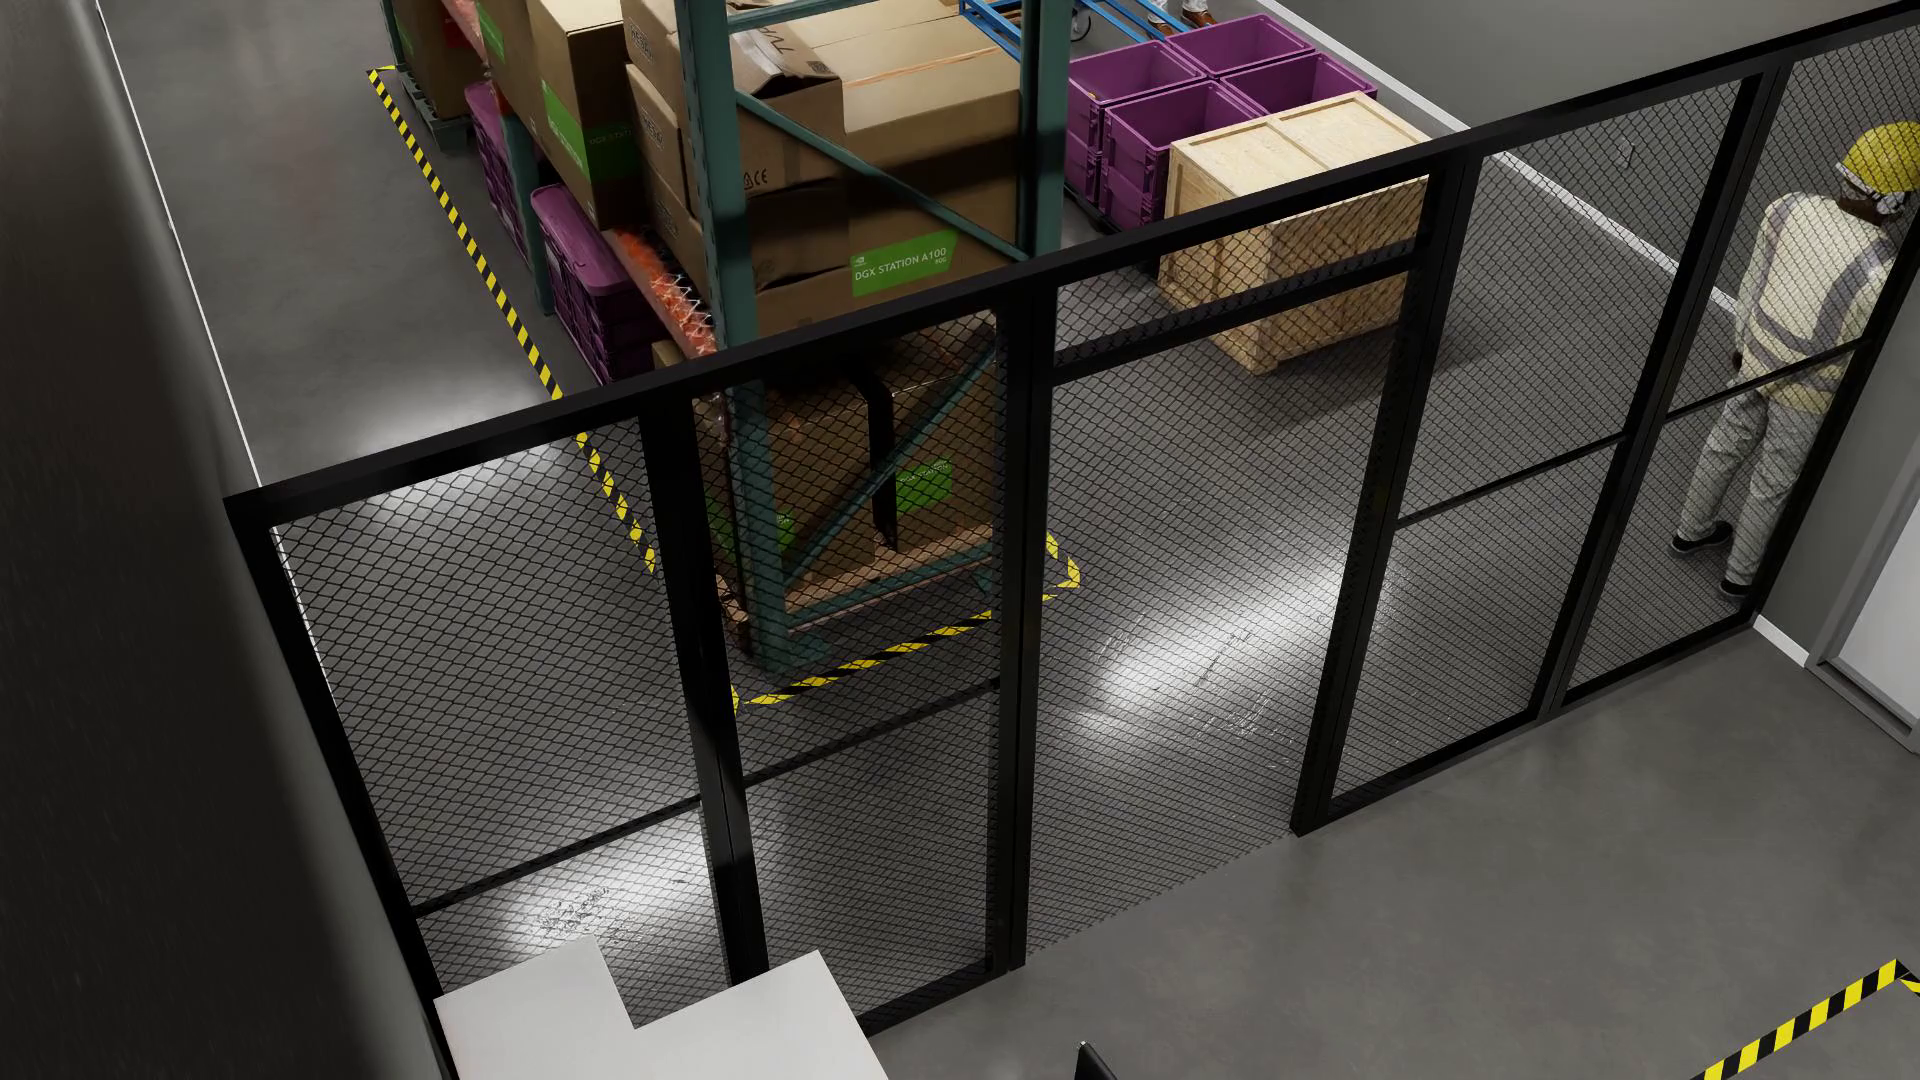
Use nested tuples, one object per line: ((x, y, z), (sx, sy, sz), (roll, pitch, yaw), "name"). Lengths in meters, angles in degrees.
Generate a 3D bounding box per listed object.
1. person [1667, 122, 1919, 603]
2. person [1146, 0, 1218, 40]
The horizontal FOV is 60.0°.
((2.861, -0.576, 5.652), (0.403, 1.835, 0.586), (-14, 44, -15), "person")
((1.280, -3.629, 8.916), (0.627, 1.940, 0.372), (-21, 47, -22), "person")
